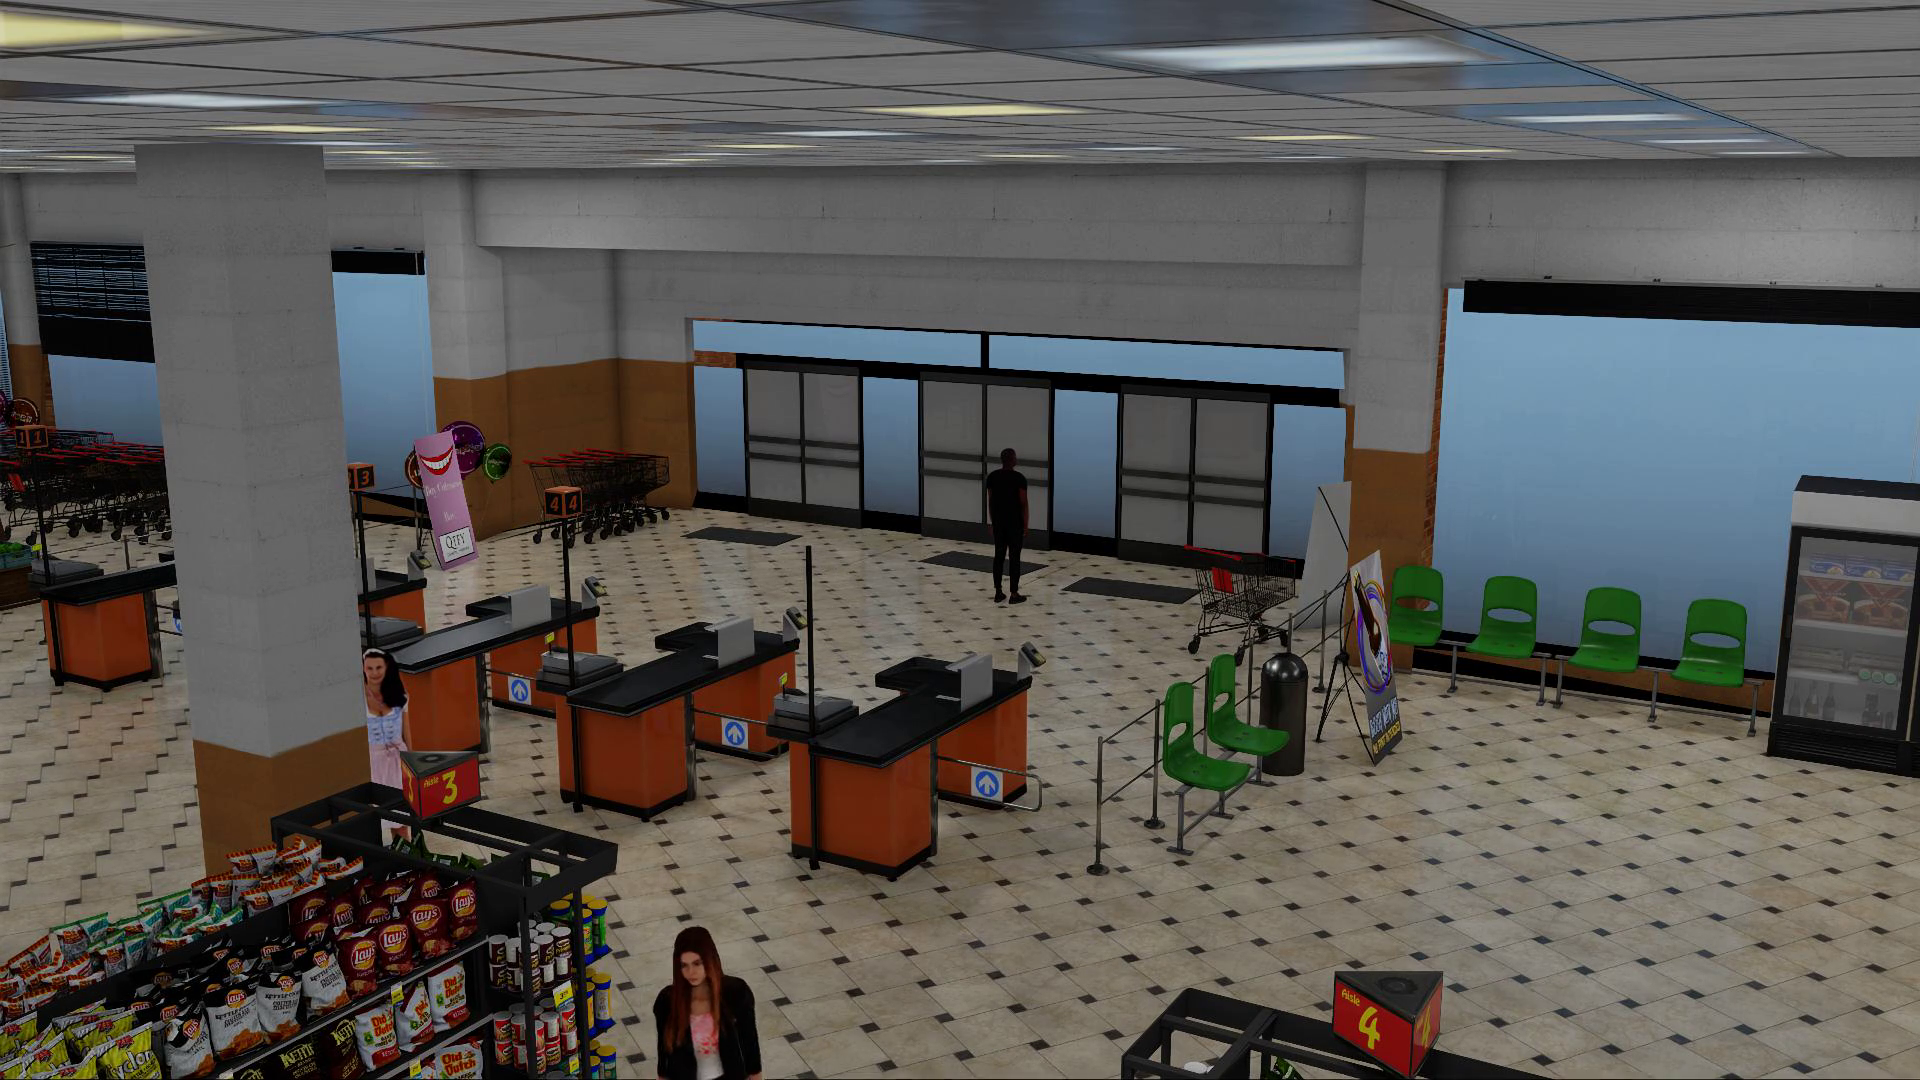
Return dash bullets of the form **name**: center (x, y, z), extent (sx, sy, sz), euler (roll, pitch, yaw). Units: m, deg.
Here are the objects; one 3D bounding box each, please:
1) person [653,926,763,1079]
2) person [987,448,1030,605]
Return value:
- **person**: center (-1.100, 2.435, 7.326), extent (1.074, 1.673, 1.180), euler (-3, 12, -13)
- **person**: center (0.555, -0.172, 19.351), extent (0.665, 1.819, 0.543), euler (6, 13, 27)
